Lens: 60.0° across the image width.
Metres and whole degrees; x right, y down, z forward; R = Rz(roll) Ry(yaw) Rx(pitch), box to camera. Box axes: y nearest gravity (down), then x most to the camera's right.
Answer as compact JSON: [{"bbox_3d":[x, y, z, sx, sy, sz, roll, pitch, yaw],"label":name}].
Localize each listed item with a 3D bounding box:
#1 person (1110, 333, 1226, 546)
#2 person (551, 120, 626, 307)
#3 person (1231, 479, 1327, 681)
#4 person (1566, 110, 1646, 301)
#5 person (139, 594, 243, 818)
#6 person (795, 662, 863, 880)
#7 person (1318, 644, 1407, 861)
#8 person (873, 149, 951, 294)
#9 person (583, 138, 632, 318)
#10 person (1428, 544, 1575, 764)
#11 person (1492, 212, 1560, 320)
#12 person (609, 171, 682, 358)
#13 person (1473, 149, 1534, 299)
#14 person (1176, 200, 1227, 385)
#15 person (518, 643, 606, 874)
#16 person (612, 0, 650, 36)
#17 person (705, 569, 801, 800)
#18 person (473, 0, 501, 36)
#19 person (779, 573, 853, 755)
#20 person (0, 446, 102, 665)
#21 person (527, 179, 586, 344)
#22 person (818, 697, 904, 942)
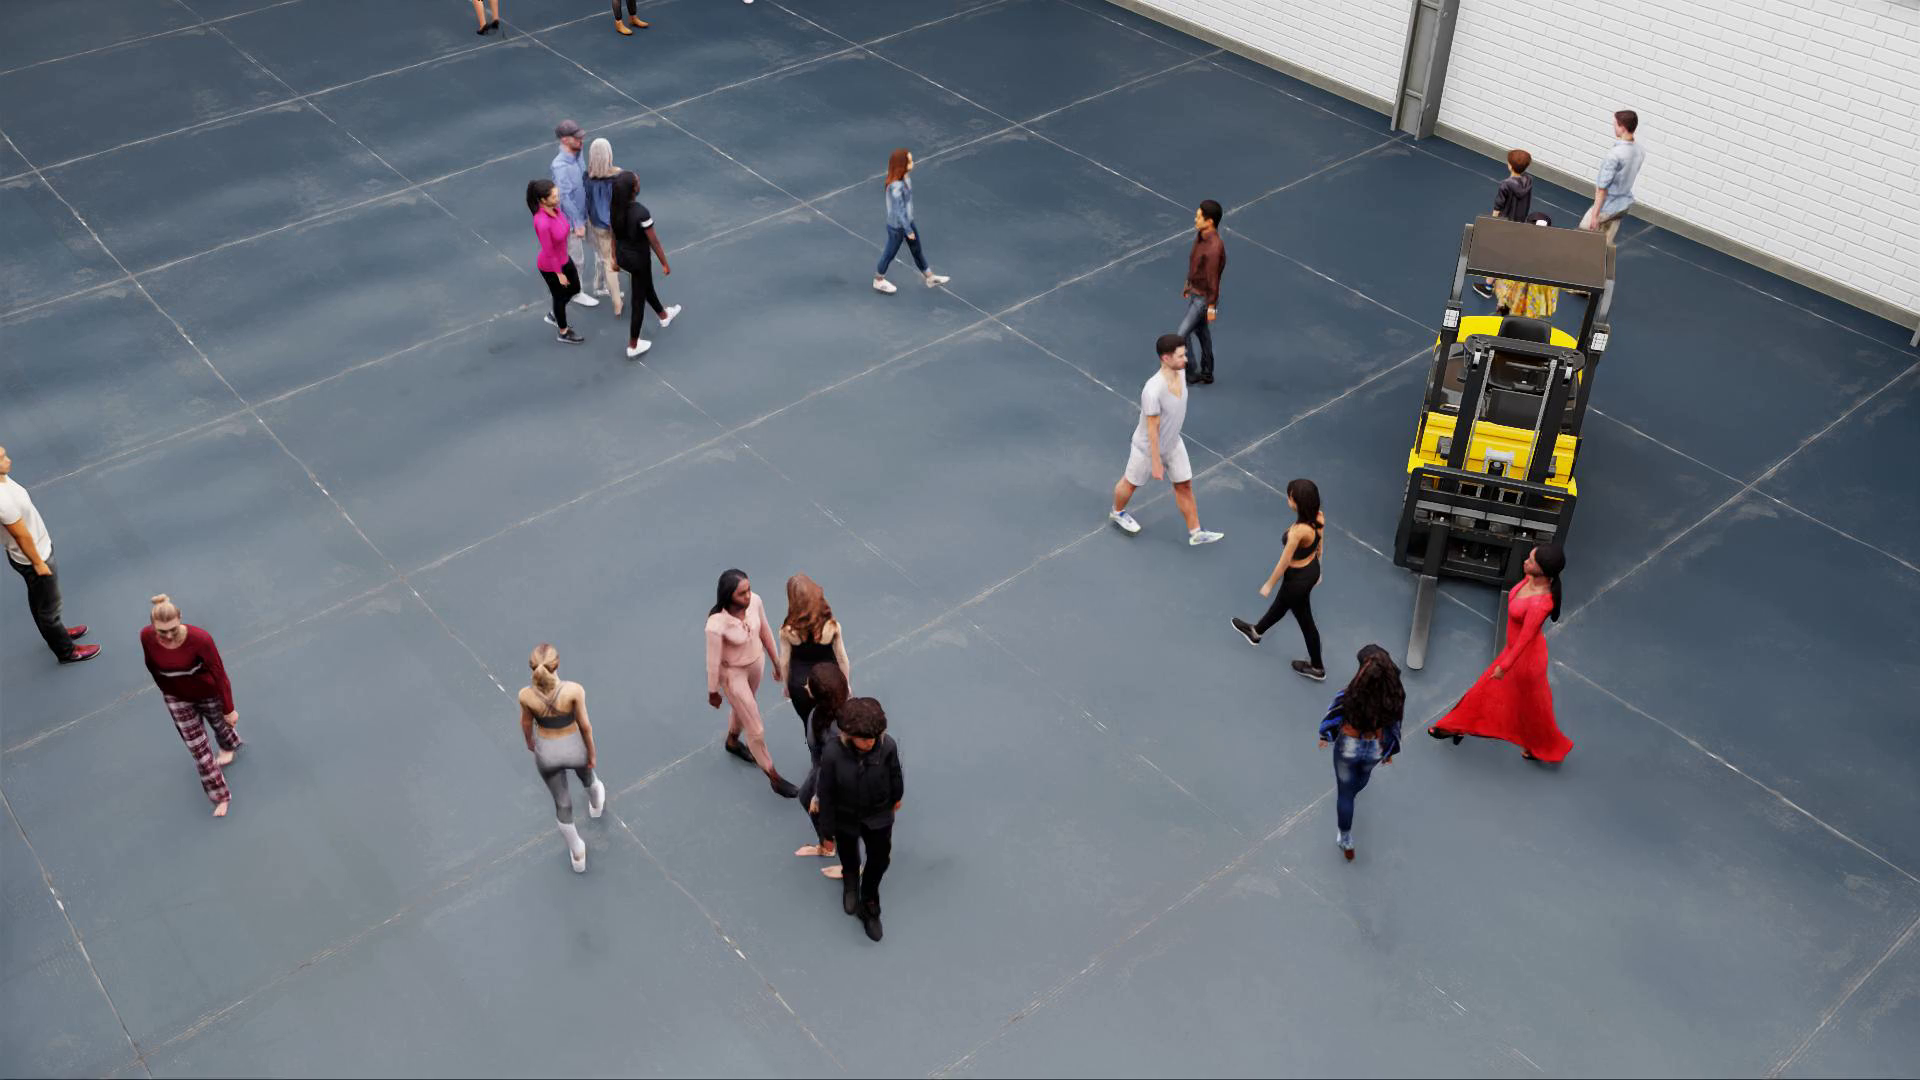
[{"bbox_3d":[1.406,-0.771,12.567,1.237,1.804,0.836,27,46,30],"label":"person"},{"bbox_3d":[-3.619,-2.991,15.296,0.872,1.868,0.824,11,40,13],"label":"person"},{"bbox_3d":[2.394,0.313,11.366,1.066,1.609,0.745,22,44,25],"label":"person"},{"bbox_3d":[6.079,-3.023,15.372,0.723,1.823,0.679,-23,44,-26],"label":"person"},{"bbox_3d":[-4.870,0.918,10.572,0.915,1.653,1.092,-3,39,-4],"label":"person"},{"bbox_3d":[-0.672,1.377,9.911,0.837,1.762,0.768,-3,39,-4],"label":"person"},{"bbox_3d":[2.439,1.318,10.115,0.914,1.599,0.993,1,39,1],"label":"person"},{"bbox_3d":[-0.636,-2.961,15.597,1.048,1.445,0.919,9,40,11],"label":"person"},{"bbox_3d":[-3.207,-2.843,15.276,0.952,1.671,1.060,-1,39,-2],"label":"person"},{"bbox_3d":[3.704,0.789,10.671,1.191,1.743,1.112,5,39,6],"label":"person"},{"bbox_3d":[4.866,-2.007,14.243,0.729,1.644,0.754,-22,43,-25],"label":"person"},{"bbox_3d":[-2.925,-2.417,14.706,1.008,1.706,0.817,25,45,28],"label":"person"},{"bbox_3d":[5.138,-2.971,15.610,0.579,1.444,0.579,-17,42,-20],"label":"person"},{"bbox_3d":[2.170,-2.082,14.244,0.873,1.760,0.793,-3,39,-3],"label":"person"},{"bbox_3d":[-2.395,1.349,10.011,0.820,1.680,0.995,-8,39,-10],"label":"person"},{"bbox_3d":[-4.207,-7.181,20.668,0.606,1.711,0.658,25,45,28],"label":"person"},{"bbox_3d":[-1.453,0.841,10.637,1.071,1.694,0.826,23,44,26],"label":"person"},{"bbox_3d":[-5.988,-7.121,20.622,0.501,1.674,0.575,30,47,32],"label":"person"},{"bbox_3d":[-0.904,0.984,10.432,0.791,1.726,0.878,-5,39,-6],"label":"person"},{"bbox_3d":[-6.462,0.082,11.511,0.713,1.799,0.488,-24,45,-27],"label":"person"},{"bbox_3d":[-3.679,-2.449,14.779,0.823,1.676,0.766,4,39,4],"label":"person"},{"bbox_3d":[-0.588,1.514,9.754,0.853,1.743,0.923,-5,39,-6],"label":"person"}]
